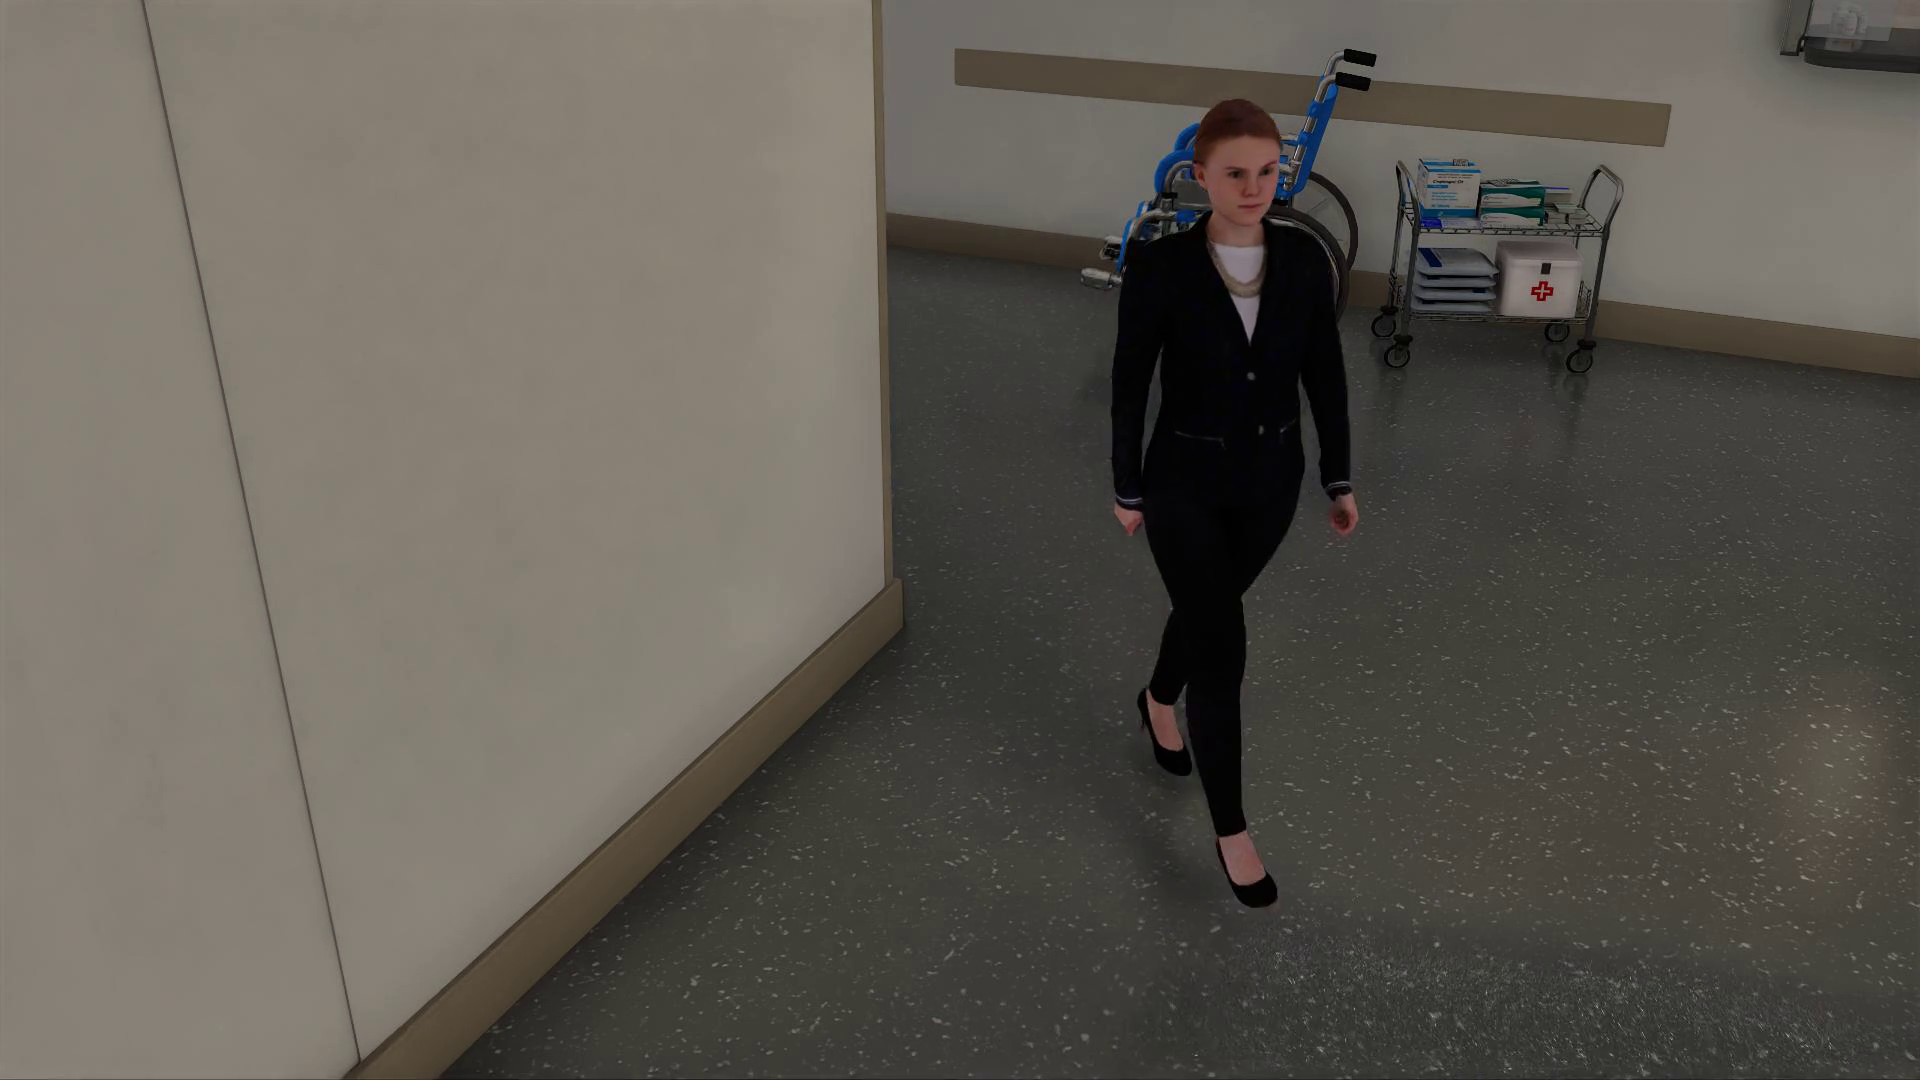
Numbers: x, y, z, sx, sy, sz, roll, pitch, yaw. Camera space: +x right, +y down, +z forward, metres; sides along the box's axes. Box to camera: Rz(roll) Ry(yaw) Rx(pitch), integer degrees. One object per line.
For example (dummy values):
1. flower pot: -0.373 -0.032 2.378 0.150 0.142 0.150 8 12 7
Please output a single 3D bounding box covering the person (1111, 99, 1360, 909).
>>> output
1. person: 0.538 -0.107 3.639 1.053 1.640 1.132 -8 27 -16
